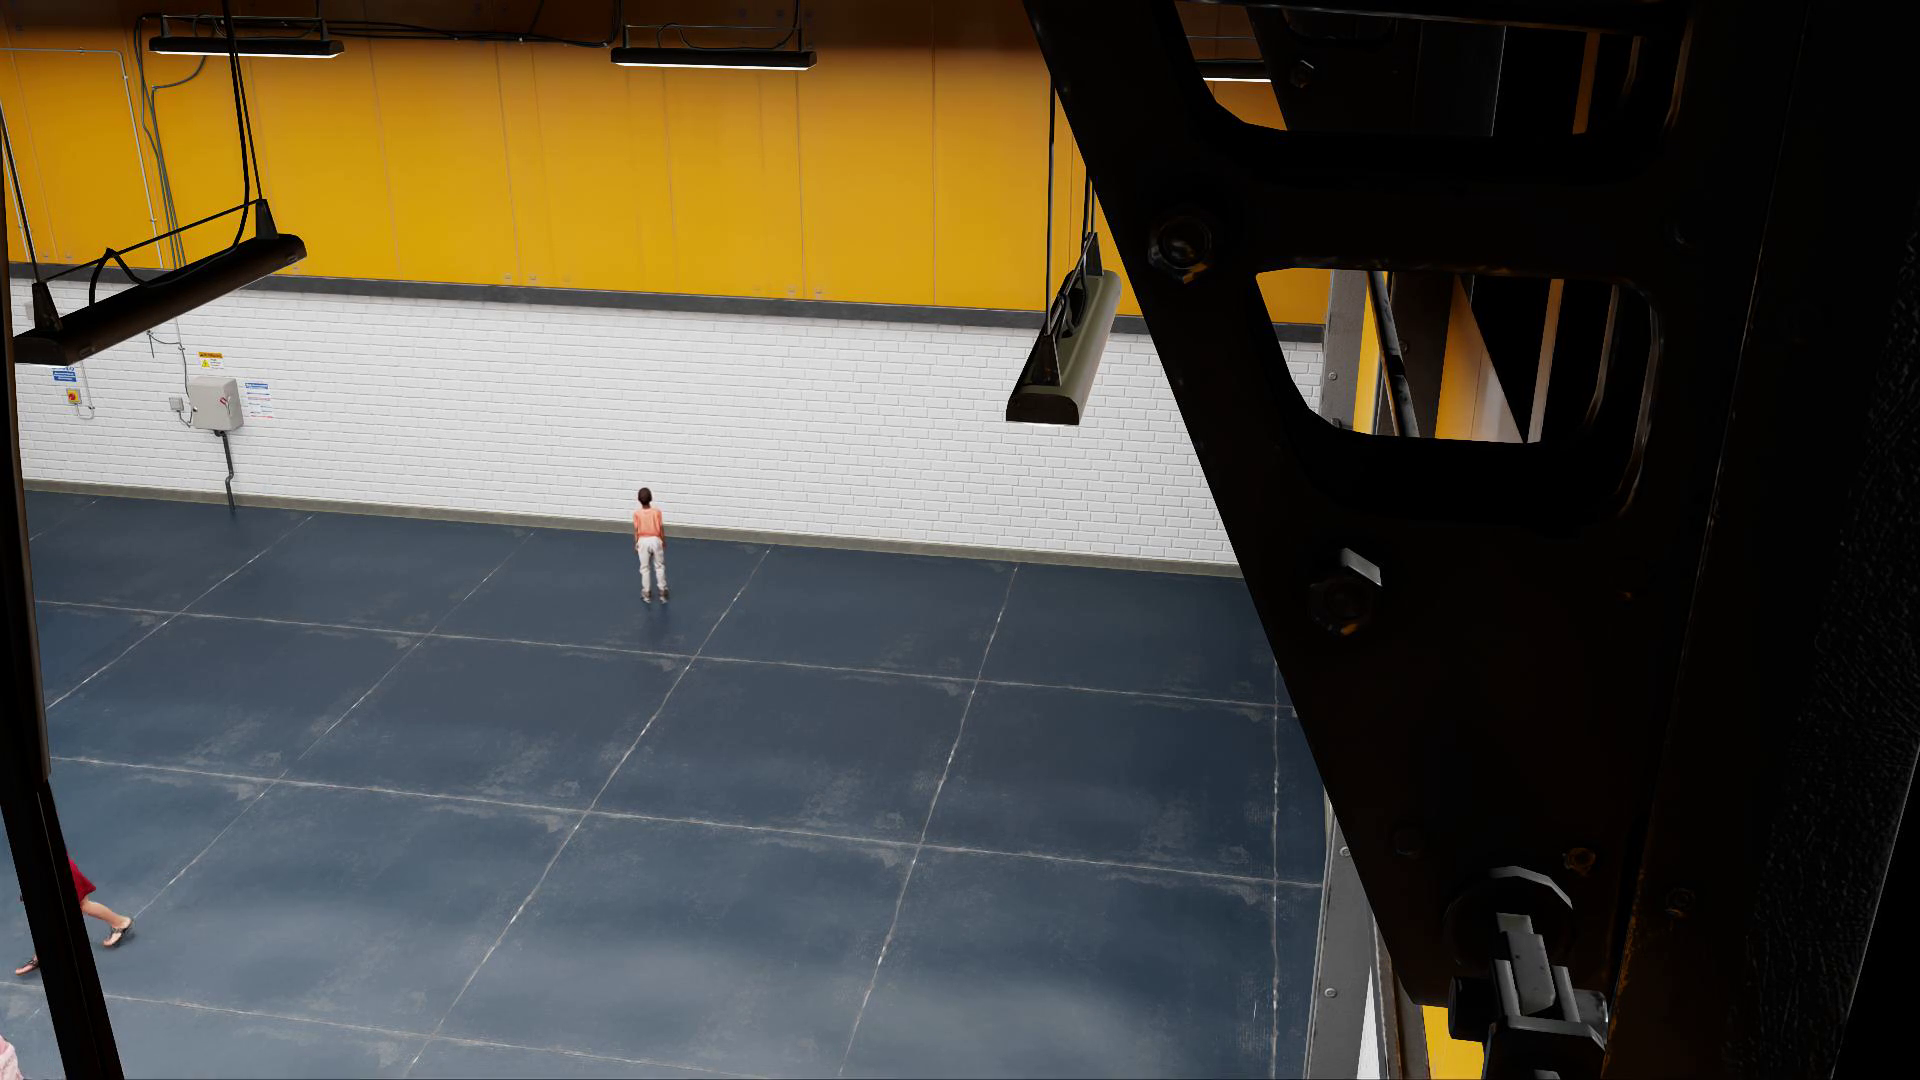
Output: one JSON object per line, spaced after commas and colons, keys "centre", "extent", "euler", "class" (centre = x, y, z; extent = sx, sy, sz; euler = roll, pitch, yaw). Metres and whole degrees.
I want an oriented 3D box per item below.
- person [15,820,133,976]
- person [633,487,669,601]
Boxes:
{"centre": [-6.775, 2.507, 12.585], "extent": [0.934, 1.523, 1.116], "euler": [21, 31, 39], "class": "person"}
{"centre": [-3.453, 0.033, 18.512], "extent": [0.555, 1.310, 0.560], "euler": [-5, 24, -11], "class": "person"}
